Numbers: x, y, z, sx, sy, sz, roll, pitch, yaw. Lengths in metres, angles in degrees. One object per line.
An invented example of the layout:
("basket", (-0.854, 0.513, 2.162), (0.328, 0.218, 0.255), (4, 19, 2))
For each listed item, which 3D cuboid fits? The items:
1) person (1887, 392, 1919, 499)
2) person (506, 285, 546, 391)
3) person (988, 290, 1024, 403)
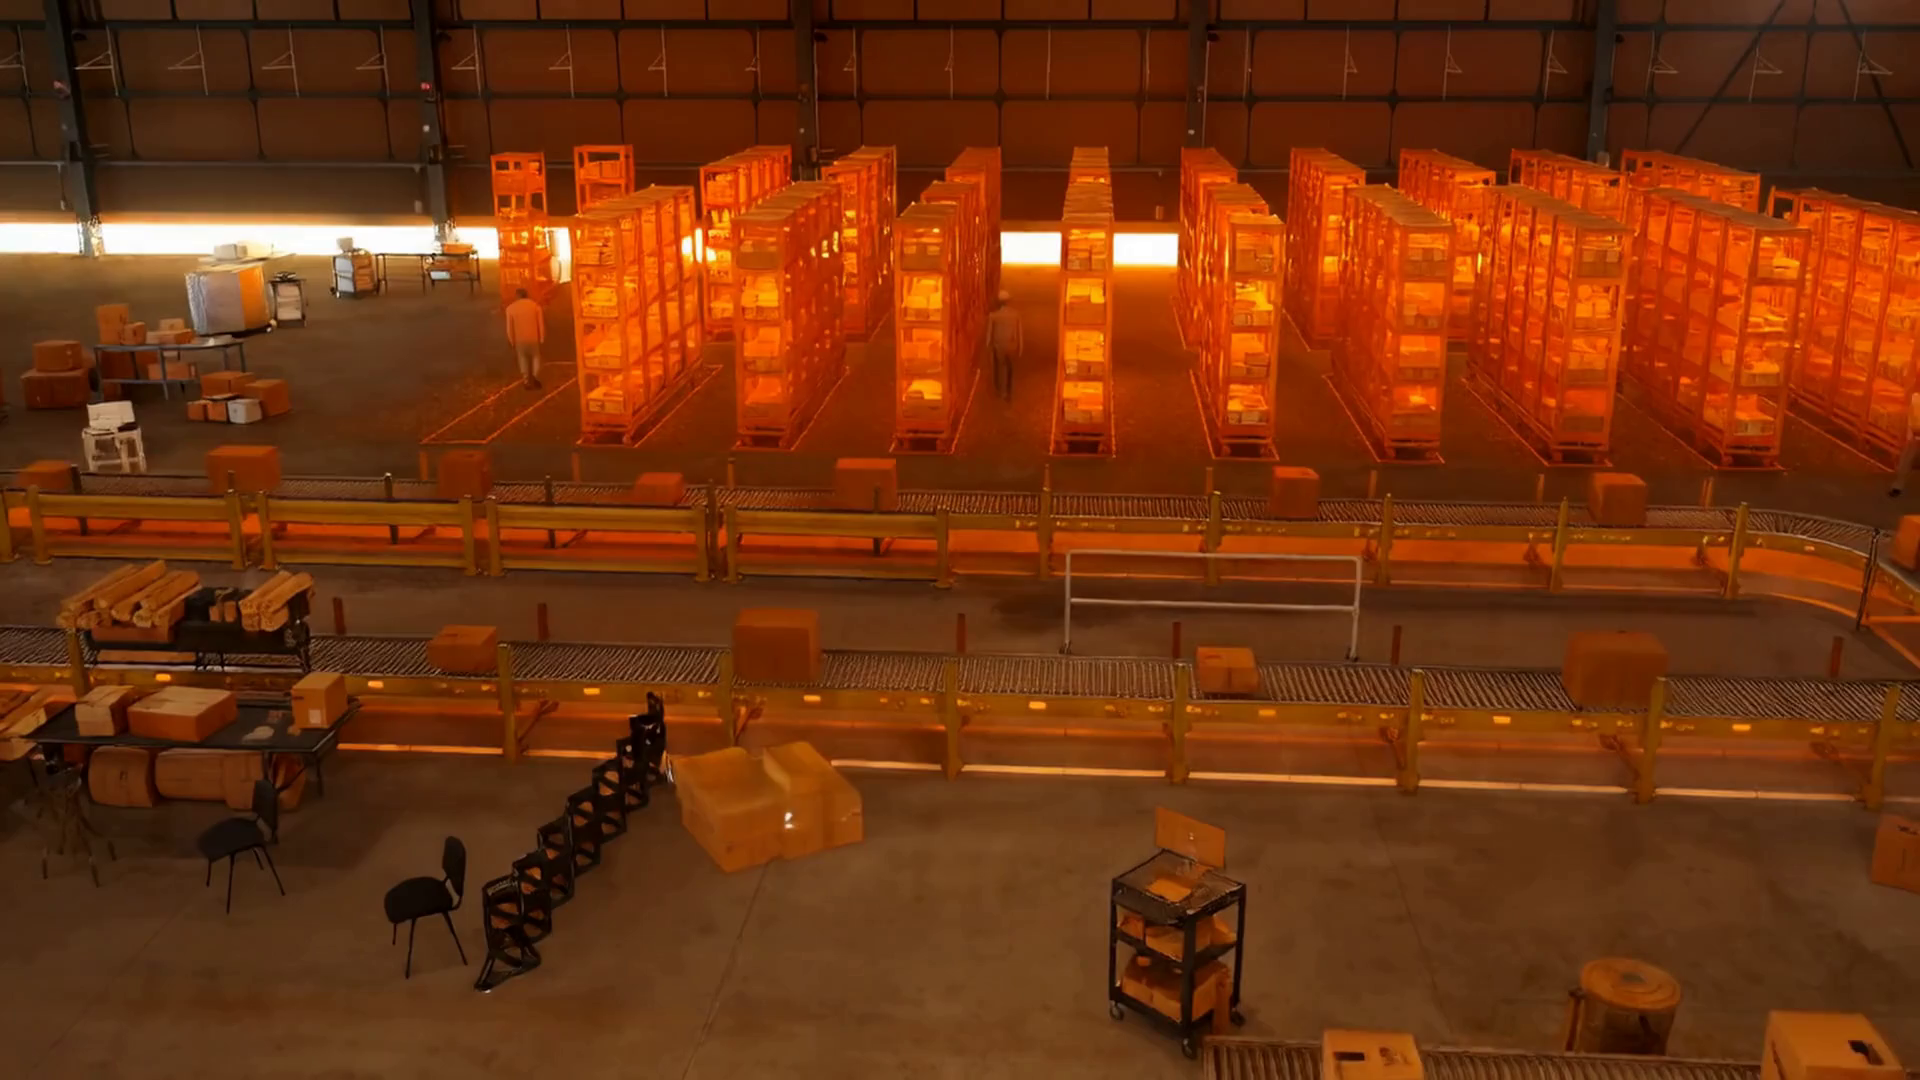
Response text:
("person", (13.503, -1.465, 23.295), (0.915, 1.788, 0.607), (-10, 20, -30))
("person", (-7.849, -3.676, 30.133), (0.673, 1.881, 0.785), (-4, 18, -14))
("person", (0.805, -3.410, 29.208), (0.645, 1.943, 1.048), (-1, 18, -3))
